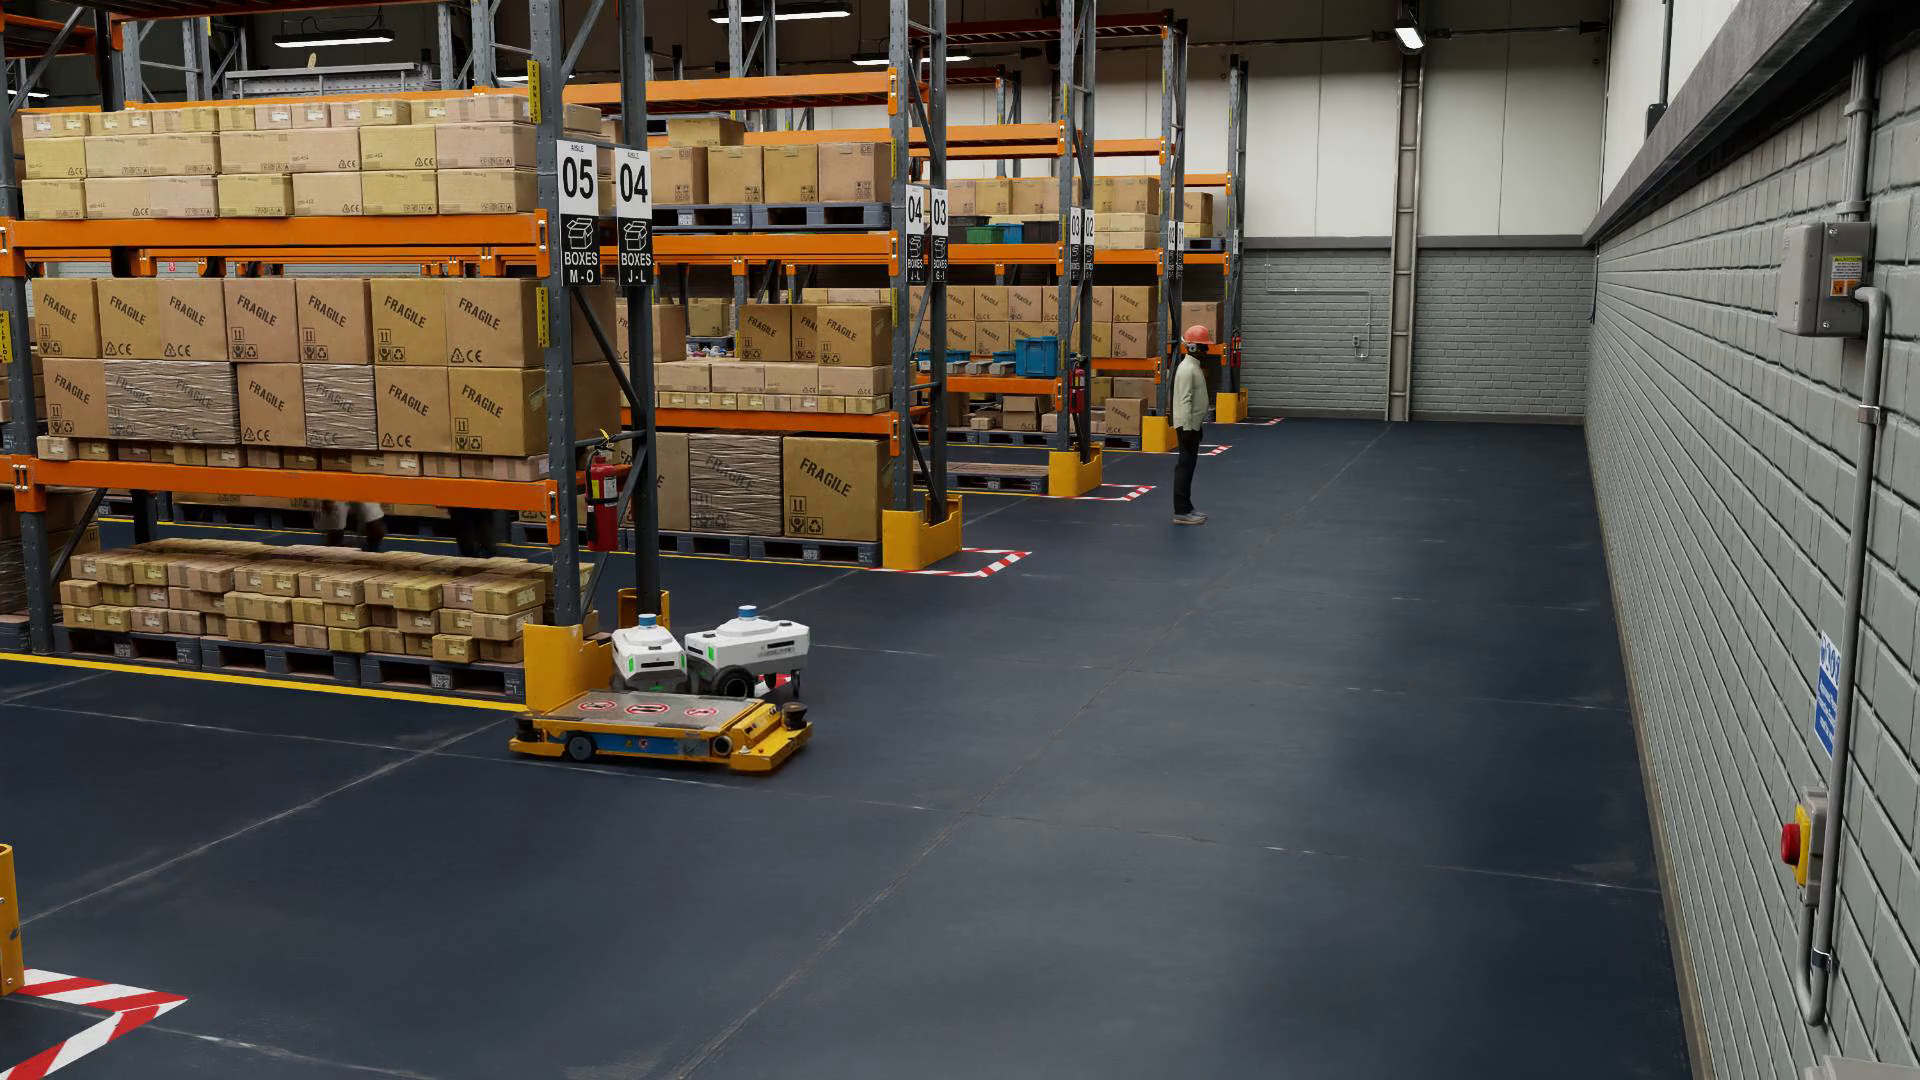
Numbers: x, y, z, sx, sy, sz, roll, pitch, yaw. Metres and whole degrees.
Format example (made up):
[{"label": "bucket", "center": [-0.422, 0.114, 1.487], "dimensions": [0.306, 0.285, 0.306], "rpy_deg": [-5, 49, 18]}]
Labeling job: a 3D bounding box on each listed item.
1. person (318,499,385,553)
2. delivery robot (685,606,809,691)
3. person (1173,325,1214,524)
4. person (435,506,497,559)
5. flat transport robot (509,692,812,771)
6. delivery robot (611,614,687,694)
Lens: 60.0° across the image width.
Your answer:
[{"label": "person", "center": [-4.455, -0.398, 12.182], "dimensions": [0.629, 1.916, 0.587], "rpy_deg": [4, 10, 24]}, {"label": "delivery robot", "center": [-1.238, 0.628, 9.734], "dimensions": [0.707, 0.478, 0.477], "rpy_deg": [-7, 12, -37]}, {"label": "person", "center": [2.334, -1.153, 16.687], "dimensions": [0.401, 1.990, 0.615], "rpy_deg": [2, 9, 15]}, {"label": "person", "center": [-3.730, -0.448, 12.601], "dimensions": [0.628, 1.884, 0.462], "rpy_deg": [-9, 13, -43]}, {"label": "flat transport robot", "center": [-1.556, 0.980, 8.713], "dimensions": [1.431, 0.197, 0.652], "rpy_deg": [2, 9, 13]}, {"label": "delivery robot", "center": [-1.782, 0.664, 9.505], "dimensions": [0.477, 0.478, 0.707], "rpy_deg": [-3, 10, -19]}]
